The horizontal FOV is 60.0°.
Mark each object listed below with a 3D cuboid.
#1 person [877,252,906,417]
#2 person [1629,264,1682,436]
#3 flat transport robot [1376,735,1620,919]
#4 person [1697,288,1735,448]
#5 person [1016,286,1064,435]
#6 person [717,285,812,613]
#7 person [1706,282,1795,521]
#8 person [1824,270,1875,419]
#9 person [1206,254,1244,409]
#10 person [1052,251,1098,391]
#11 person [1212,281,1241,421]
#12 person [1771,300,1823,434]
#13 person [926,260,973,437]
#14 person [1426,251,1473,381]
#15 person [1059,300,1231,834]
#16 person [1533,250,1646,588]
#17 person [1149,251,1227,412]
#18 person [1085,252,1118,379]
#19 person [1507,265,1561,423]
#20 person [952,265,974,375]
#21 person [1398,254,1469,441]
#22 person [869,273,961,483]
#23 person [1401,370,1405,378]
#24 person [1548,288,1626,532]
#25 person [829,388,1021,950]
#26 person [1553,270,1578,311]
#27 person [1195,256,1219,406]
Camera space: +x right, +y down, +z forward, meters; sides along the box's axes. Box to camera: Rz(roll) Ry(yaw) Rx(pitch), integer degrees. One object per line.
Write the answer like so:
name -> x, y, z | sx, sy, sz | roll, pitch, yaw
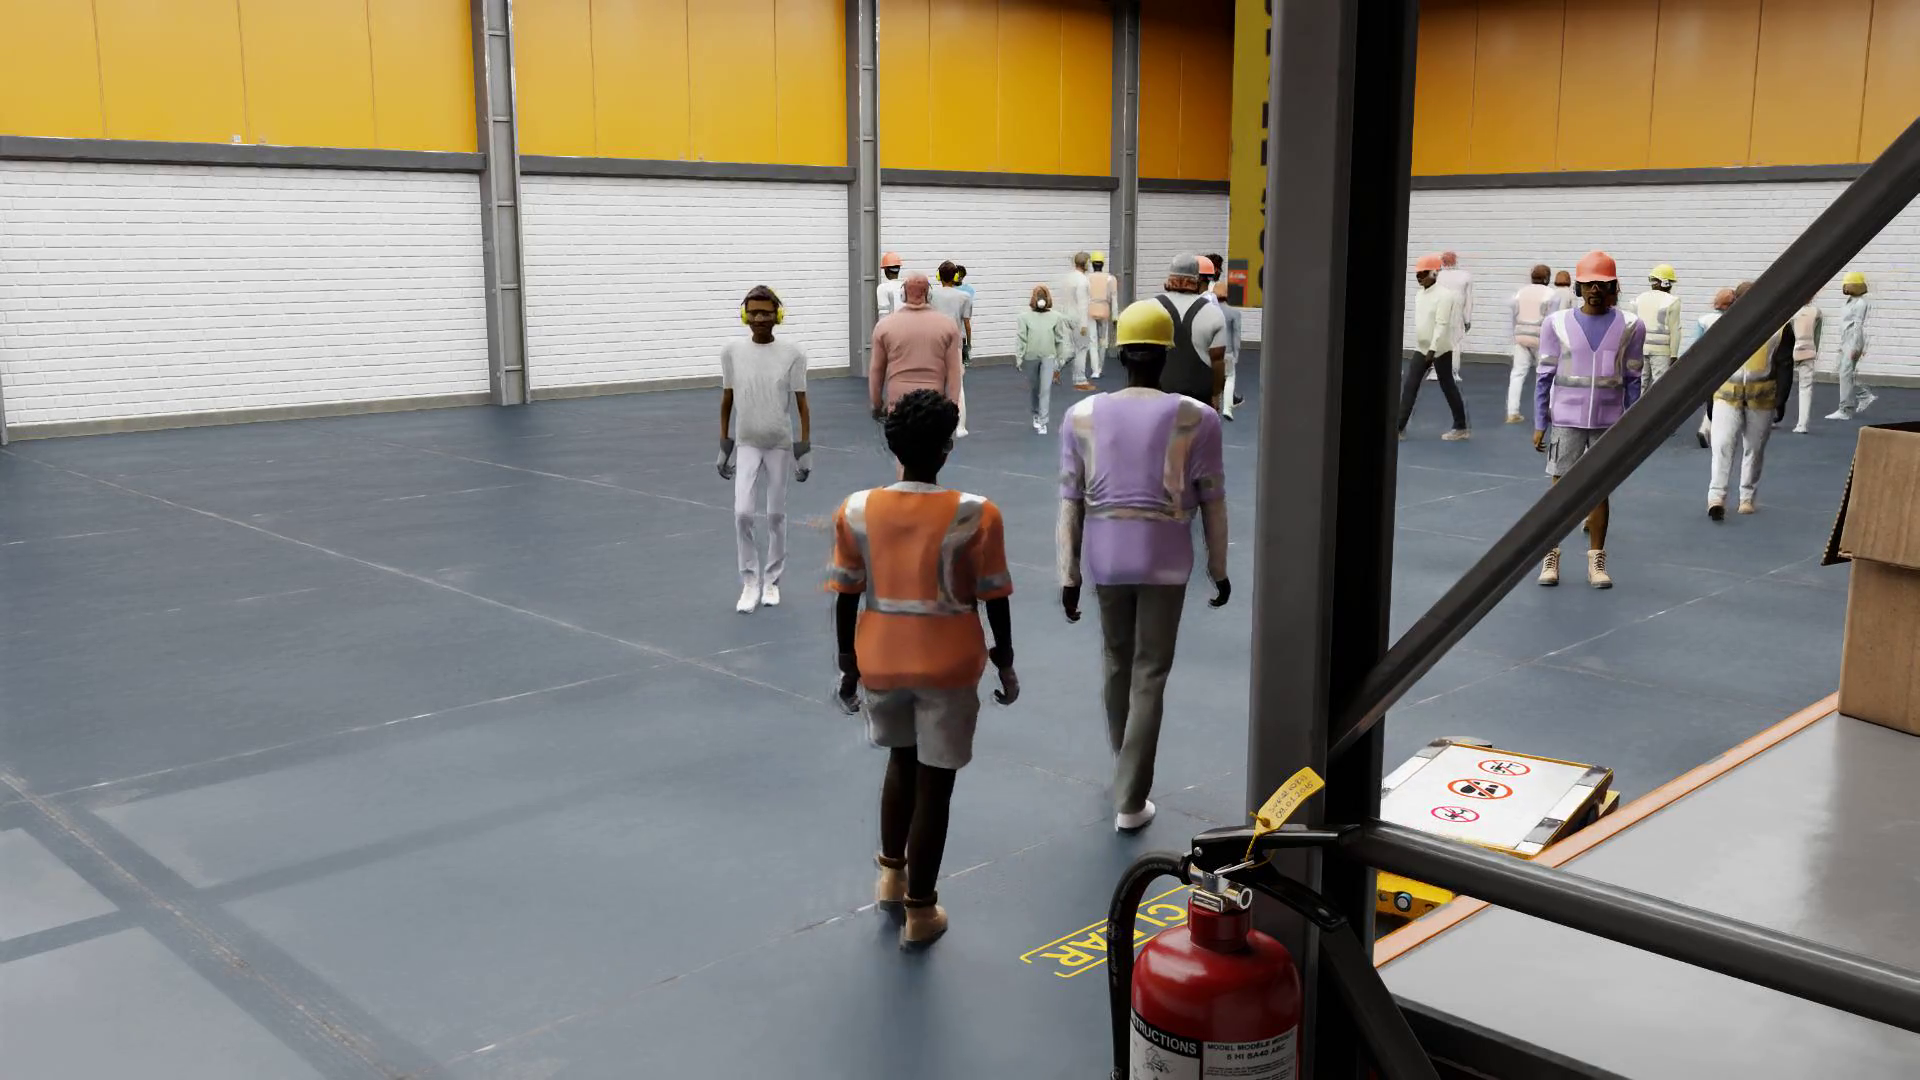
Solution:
person -> -0.789, -2.404, 19.541 | 0.370, 1.933, 0.551 | 10, 14, 43
person -> 7.402, -2.012, 17.708 | 0.404, 1.823, 0.591 | -7, 12, -32
flat transport robot -> 1.760, 0.967, 5.698 | 0.652, 0.197, 1.431 | 7, 12, 33
person -> 7.687, -1.745, 16.846 | 0.805, 1.606, 0.527 | -9, 14, -41
person -> 0.874, -1.975, 18.141 | 0.510, 1.593, 0.871 | 1, 10, 6
person -> -1.119, -0.505, 9.414 | 0.565, 1.847, 0.673 | 0, 10, -1
person -> 5.901, -1.037, 12.513 | 0.624, 1.779, 0.993 | 6, 12, 28
person -> 10.398, -2.259, 19.321 | 0.477, 1.732, 0.491 | 2, 11, 8
person -> 3.047, -2.520, 20.260 | 1.039, 1.911, 0.612 | -9, 13, -39
person -> 1.559, -2.990, 22.773 | 0.594, 1.927, 0.631 | -1, 10, -7
person -> 2.956, -2.143, 18.996 | 0.504, 1.620, 0.410 | 3, 11, 14
person -> 9.089, -1.980, 18.140 | 0.521, 1.604, 0.819 | 1, 10, 4
person -> -0.134, -2.018, 17.621 | 0.535, 1.868, 0.309 | 0, 10, -1
person -> 7.129, -3.262, 24.343 | 0.698, 1.896, 0.401 | 2, 11, 11
person -> 0.708, 0.072, 6.171 | 0.594, 1.893, 0.889 | 5, 11, 23
person -> 3.797, -0.721, 10.070 | 0.615, 2.043, 0.373 | 3, 11, 14
person -> 1.648, -1.165, 12.495 | 0.694, 2.000, 0.639 | 1, 10, 4
person -> 2.033, -3.380, 25.038 | 0.607, 1.871, 1.008 | -1, 10, -6
person -> 6.637, -2.250, 19.096 | 0.966, 1.787, 0.636 | -9, 14, -41
person -> -0.078, -3.352, 25.433 | 0.656, 1.679, 0.322 | 7, 12, 32
person -> 4.881, -1.973, 17.212 | 1.022, 1.943, 0.615 | -4, 11, -22
person -> -0.333, -1.027, 12.254 | 0.661, 1.862, 0.985 | -1, 10, -5
person -> 6.183, -3.209, 24.350 | 1.010, 1.782, 0.525 | -10, 14, -43
person -> 4.594, -0.988, 12.045 | 0.582, 1.862, 0.840 | 1, 10, 5
person -> -0.088, 0.380, 5.038 | 0.548, 1.678, 0.481 | 4, 11, 22
person -> 8.893, -3.187, 24.655 | 0.521, 1.633, 0.389 | 8, 13, 37
person -> 2.256, -1.697, 15.676 | 0.362, 1.939, 0.542 | 2, 11, 13
